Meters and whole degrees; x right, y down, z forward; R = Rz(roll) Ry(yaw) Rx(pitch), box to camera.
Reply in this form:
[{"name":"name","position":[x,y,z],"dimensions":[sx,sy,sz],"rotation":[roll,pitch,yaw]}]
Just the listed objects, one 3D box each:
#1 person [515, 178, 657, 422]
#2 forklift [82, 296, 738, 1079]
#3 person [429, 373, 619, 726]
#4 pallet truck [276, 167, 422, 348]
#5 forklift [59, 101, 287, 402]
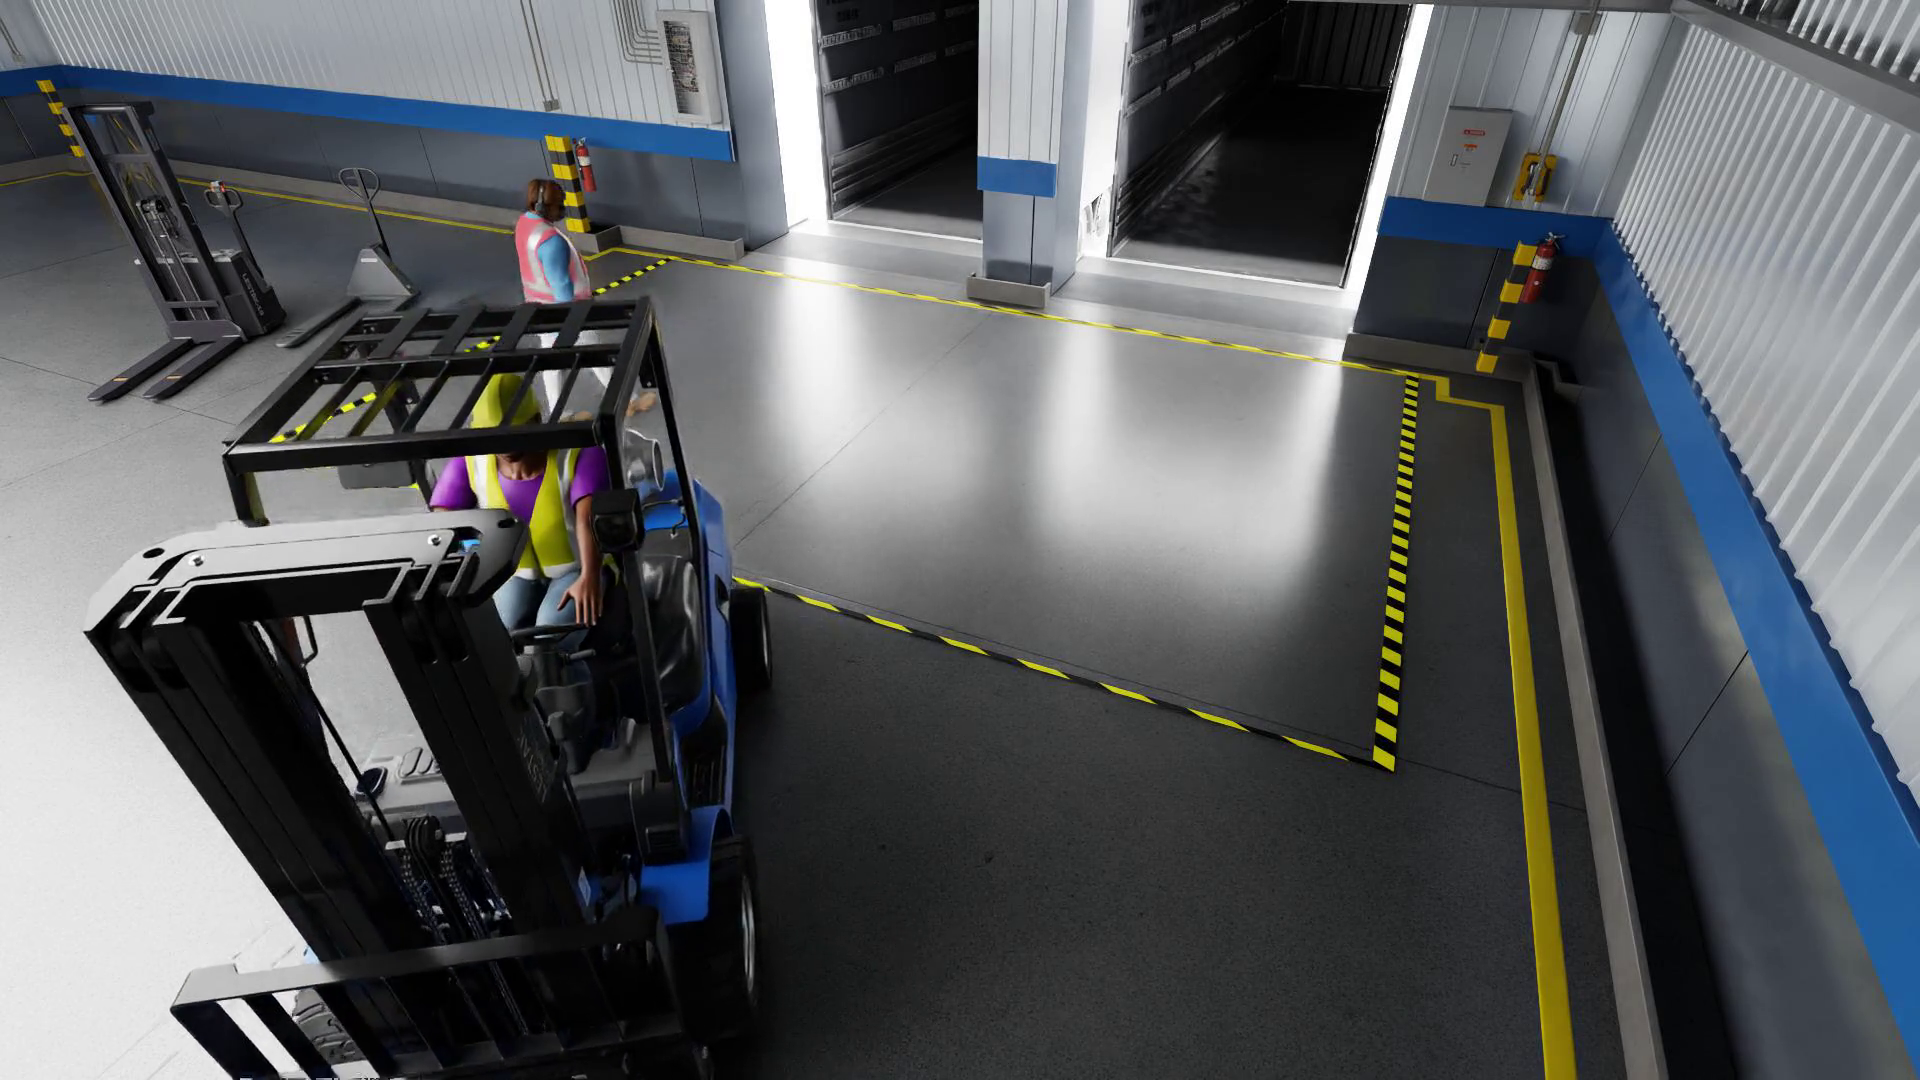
[{"name":"person","position":[-2.749,-1.685,6.596],"dimensions":[0.778,1.798,0.653],"rotation":[-27,43,-33]},{"name":"forklift","position":[-1.501,0.297,3.285],"dimensions":[1.157,2.036,2.680],"rotation":[-5,35,-7]},{"name":"person","position":[-1.499,0.178,3.128],"dimensions":[0.635,1.294,1.004],"rotation":[-5,35,-7]},{"name":"pallet truck","position":[-5.732,-2.611,8.414],"dimensions":[0.680,1.201,1.601],"rotation":[-1,35,-1]},{"name":"forklift","position":[-6.686,-2.387,7.434],"dimensions":[0.823,1.965,1.885],"rotation":[-3,35,-5]}]
